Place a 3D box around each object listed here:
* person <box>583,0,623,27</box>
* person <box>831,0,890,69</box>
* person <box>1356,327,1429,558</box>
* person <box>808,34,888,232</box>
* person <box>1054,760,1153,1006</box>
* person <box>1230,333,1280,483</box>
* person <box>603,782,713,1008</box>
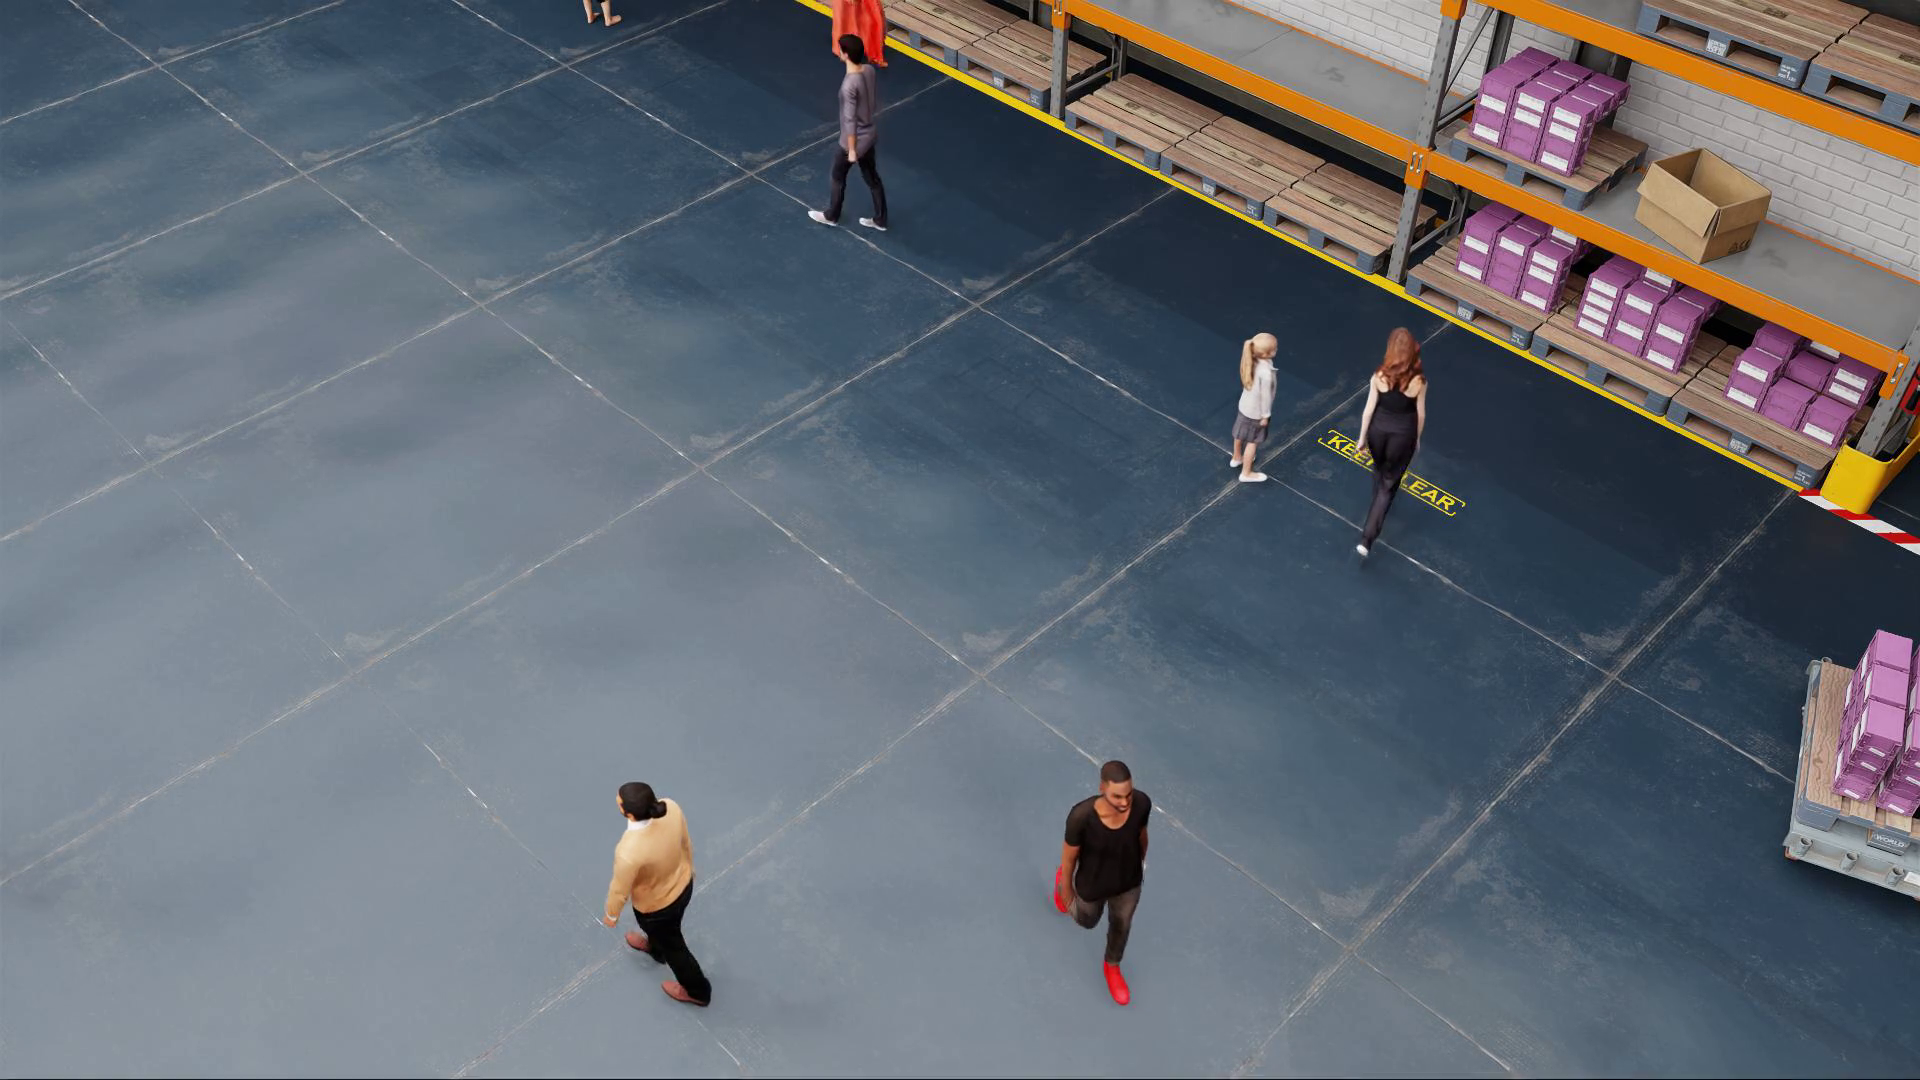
[{"bbox_3d":[-3.891,-6.198,17.444,0.627,1.625,0.714,15,46,15],"label":"person"},{"bbox_3d":[-1.159,-5.632,16.739,0.642,1.780,0.893,-32,52,-29],"label":"person"},{"bbox_3d":[2.975,-0.634,11.549,1.124,1.702,0.939,19,47,18],"label":"person"},{"bbox_3d":[-0.808,-3.476,14.439,1.056,1.830,0.906,19,47,18],"label":"person"},{"bbox_3d":[0.755,1.737,8.999,0.930,1.787,1.119,-13,45,-14],"label":"person"},{"bbox_3d":[2.174,-0.996,12.238,0.657,1.275,0.580,-10,45,-10],"label":"person"},{"bbox_3d":[-1.526,1.916,8.852,1.000,1.730,0.865,14,45,14],"label":"person"}]
